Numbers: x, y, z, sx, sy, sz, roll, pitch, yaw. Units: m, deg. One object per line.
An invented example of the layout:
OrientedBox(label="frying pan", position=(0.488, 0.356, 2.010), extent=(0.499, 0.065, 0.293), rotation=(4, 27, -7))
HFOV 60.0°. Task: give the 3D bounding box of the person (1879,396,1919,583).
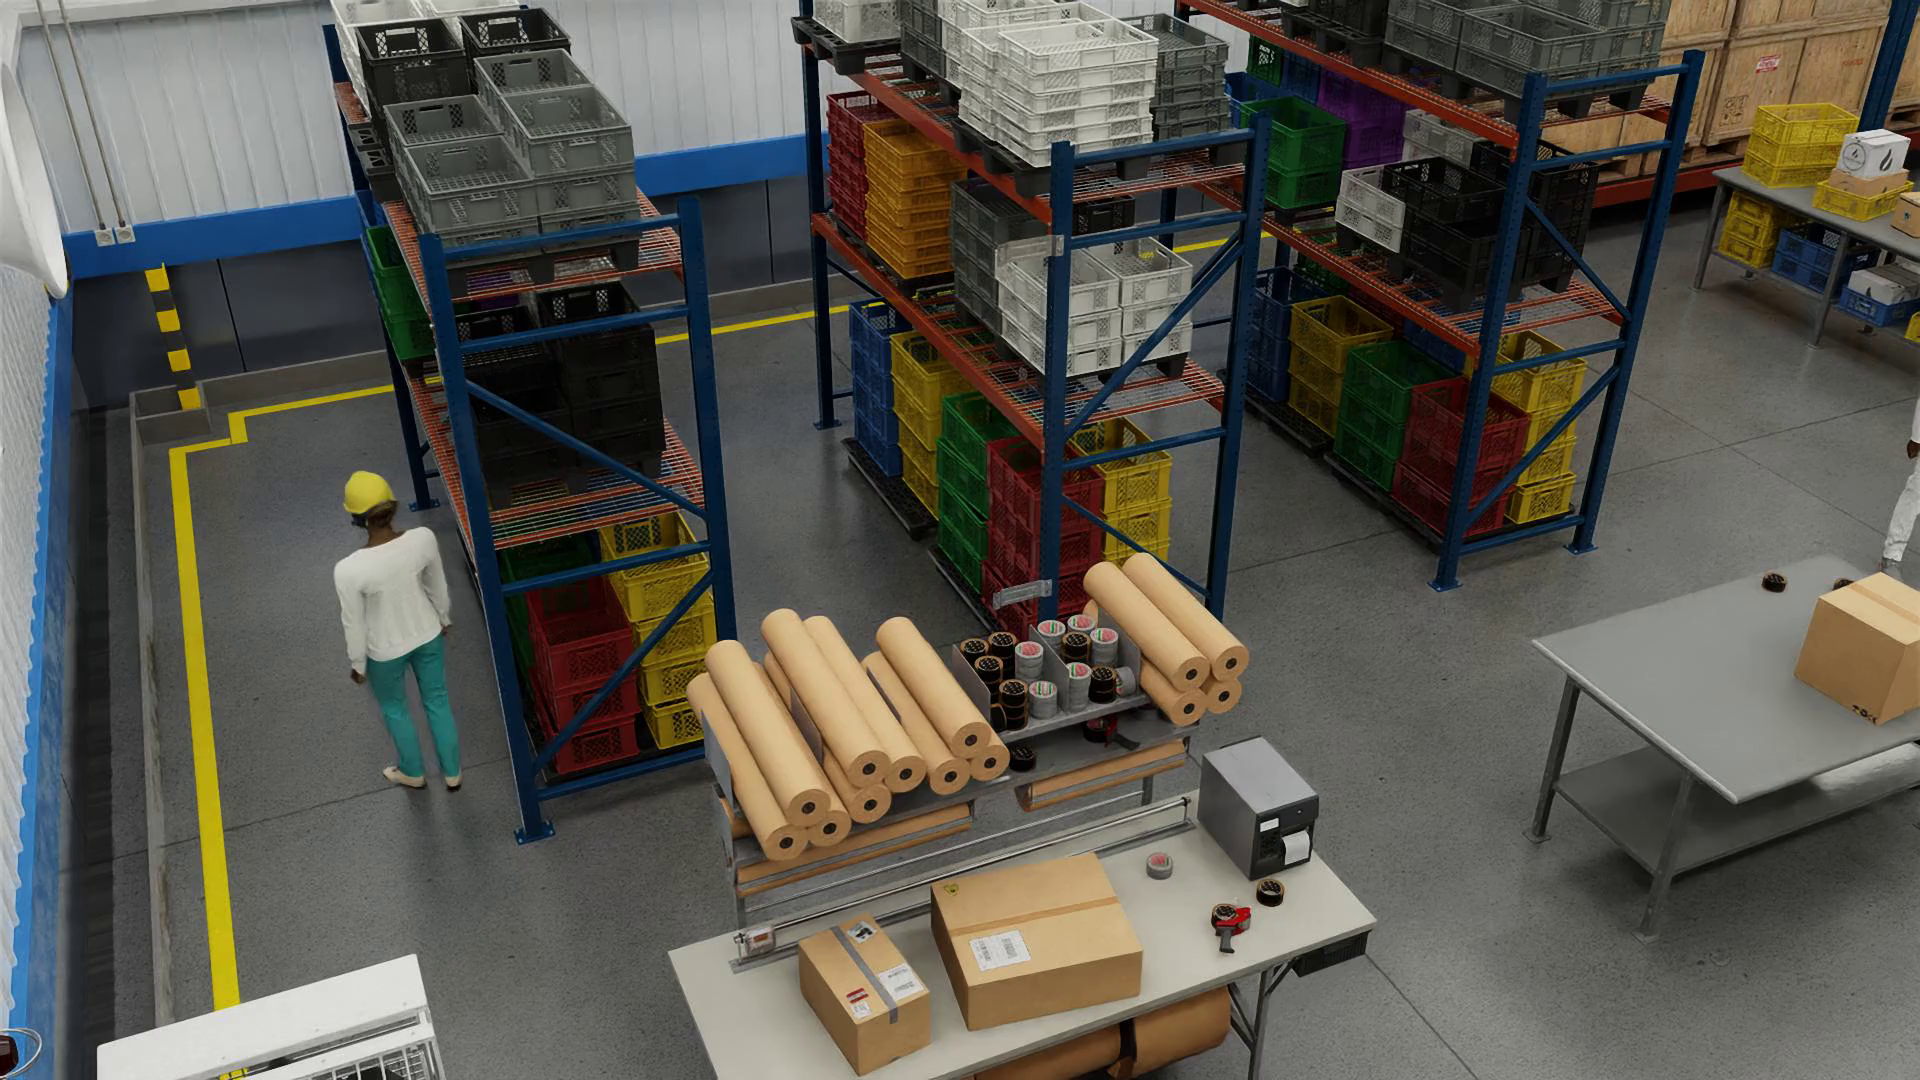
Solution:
OrientedBox(label="person", position=(5.658, -0.583, 9.379), extent=(0.573, 1.882, 0.356), rotation=(4, 32, 6))

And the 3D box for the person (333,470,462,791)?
OrientedBox(label="person", position=(-2.639, 0.455, 7.814), extent=(0.362, 1.765, 0.540), rotation=(26, 40, 36))
